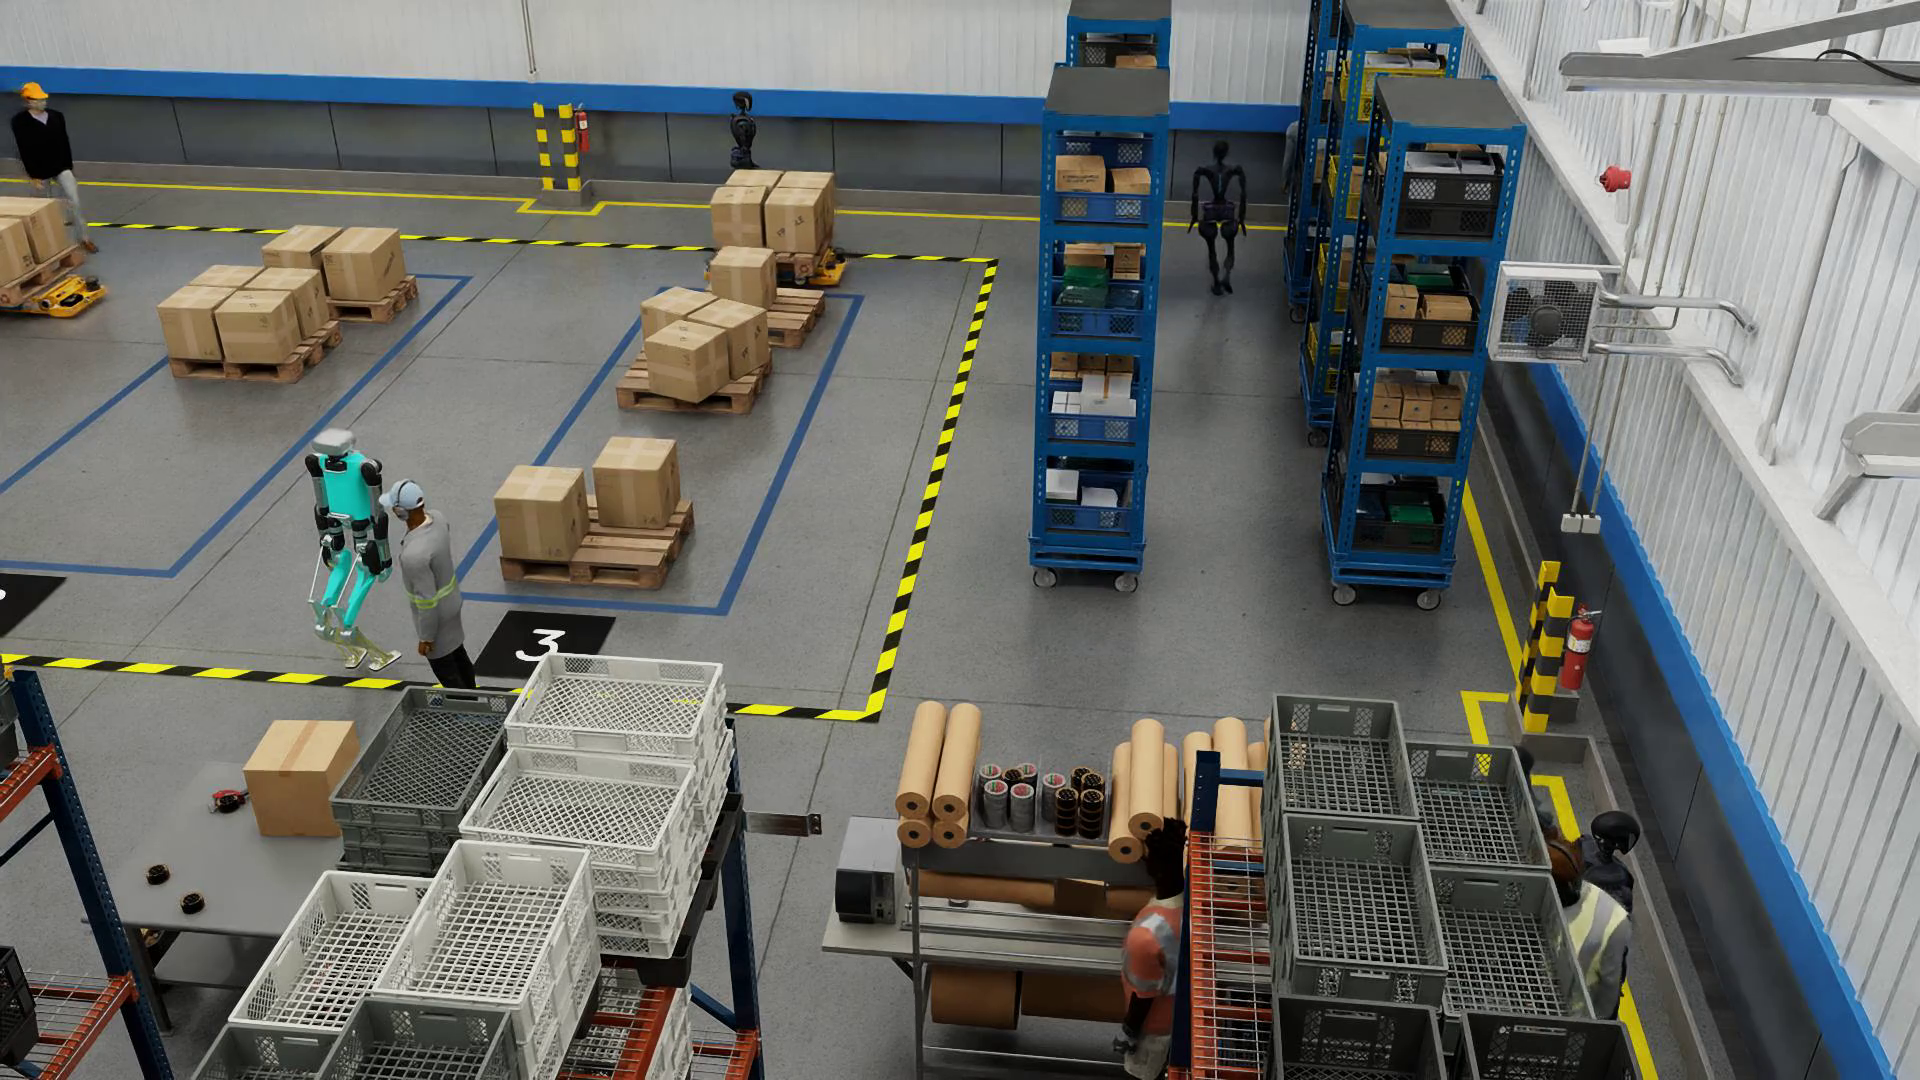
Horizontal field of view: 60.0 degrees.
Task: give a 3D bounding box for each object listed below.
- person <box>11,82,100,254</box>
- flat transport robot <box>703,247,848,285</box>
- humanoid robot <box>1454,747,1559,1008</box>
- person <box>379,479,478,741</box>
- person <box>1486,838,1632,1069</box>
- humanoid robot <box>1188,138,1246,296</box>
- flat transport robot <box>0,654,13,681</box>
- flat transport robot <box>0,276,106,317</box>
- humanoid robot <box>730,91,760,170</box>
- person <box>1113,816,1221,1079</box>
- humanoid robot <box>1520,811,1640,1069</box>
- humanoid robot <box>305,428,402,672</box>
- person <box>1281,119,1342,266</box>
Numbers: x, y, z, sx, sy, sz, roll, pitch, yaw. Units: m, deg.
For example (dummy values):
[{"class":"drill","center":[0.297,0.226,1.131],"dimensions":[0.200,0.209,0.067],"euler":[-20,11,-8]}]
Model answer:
[{"class":"person","center":[-9.922,-4.066,18.086],"dimensions":[0.900,1.854,0.577],"euler":[22,37,32]},{"class":"flat transport robot","center":[-1.958,-2.952,17.716],"dimensions":[1.431,0.197,0.652],"euler":[3,30,6]},{"class":"humanoid robot","center":[2.741,1.703,8.373],"dimensions":[0.391,1.648,0.604],"euler":[-22,37,-33]},{"class":"person","center":[-3.291,0.447,10.333],"dimensions":[0.388,1.849,0.596],"euler":[-1,30,-2]},{"class":"person","center":[2.614,2.104,7.518],"dimensions":[0.667,1.820,0.488],"euler":[19,35,30]},{"class":"humanoid robot","center":[2.626,-3.238,16.849],"dimensions":[0.589,1.645,0.442],"euler":[2,30,4]},{"class":"flat transport robot","center":[-7.142,0.969,11.010],"dimensions":[1.431,0.231,0.659],"euler":[3,30,6]},{"class":"flat transport robot","center":[-9.588,-2.524,16.981],"dimensions":[1.431,0.197,0.652],"euler":[3,30,6]},{"class":"humanoid robot","center":[-2.366,-4.124,18.341],"dimensions":[0.315,1.657,0.599],"euler":[-2,30,-3]},{"class":"person","center":[0.897,2.043,7.478],"dimensions":[0.368,1.966,0.605],"euler":[20,36,31]},{"class":"humanoid robot","center":[2.948,1.953,7.904],"dimensions":[0.315,1.657,0.599],"euler":[-4,30,-7]},{"class":"humanoid robot","center":[-4.048,0.146,10.828],"dimensions":[0.533,1.679,0.735],"euler":[9,31,15]},{"class":"person","center":[3.686,-3.752,17.458],"dimensions":[0.637,1.937,0.358],"euler":[2,30,3]}]
